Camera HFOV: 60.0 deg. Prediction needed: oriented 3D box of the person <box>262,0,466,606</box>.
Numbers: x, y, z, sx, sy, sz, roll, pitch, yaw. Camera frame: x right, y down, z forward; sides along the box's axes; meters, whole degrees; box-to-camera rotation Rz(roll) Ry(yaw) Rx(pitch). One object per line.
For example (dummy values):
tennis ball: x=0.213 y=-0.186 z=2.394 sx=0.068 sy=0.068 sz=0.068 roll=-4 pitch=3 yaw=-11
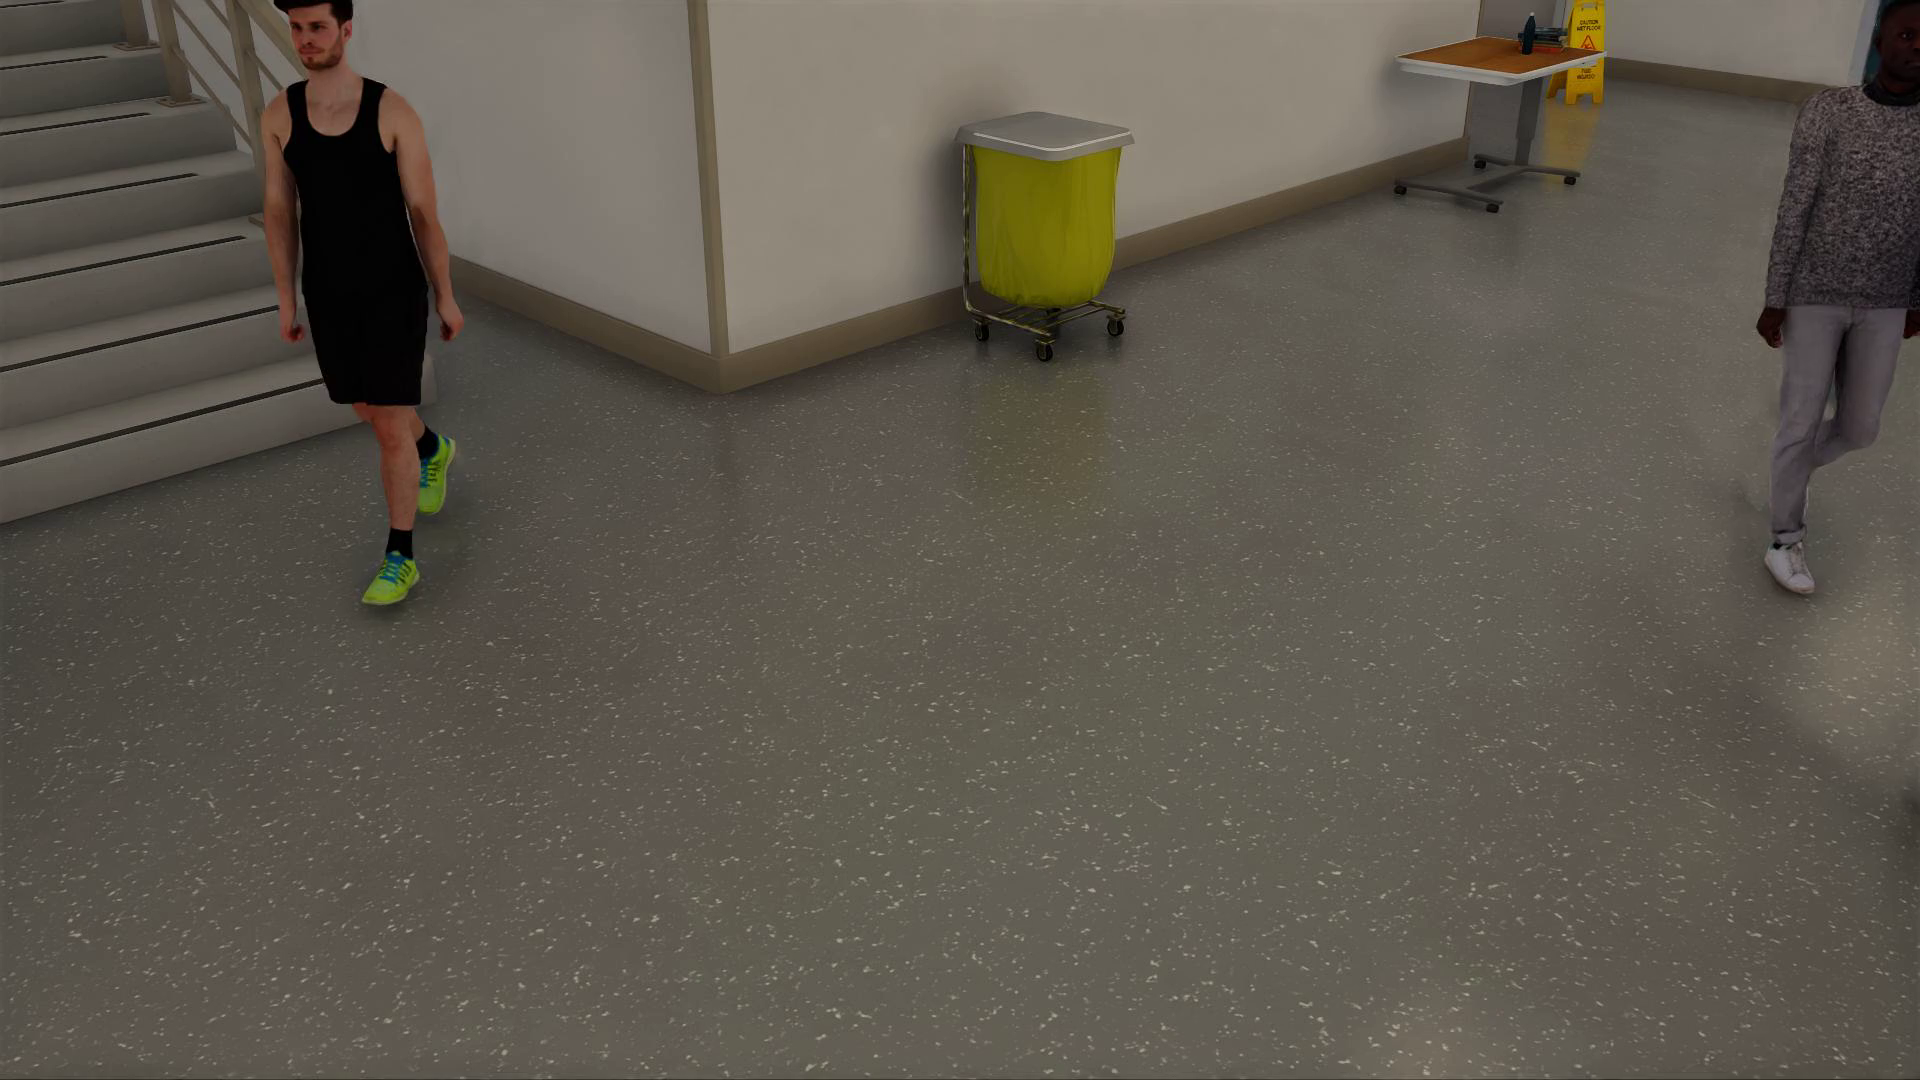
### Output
person: x=-1.843 y=-0.797 z=5.251 sx=1.203 sy=1.859 sz=1.218 roll=2 pitch=26 yaw=5

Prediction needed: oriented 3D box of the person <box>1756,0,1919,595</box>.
person: x=2.757 y=-0.768 z=5.229 sx=0.962 sy=1.824 sz=1.000 roll=4 pitch=26 yaw=8
